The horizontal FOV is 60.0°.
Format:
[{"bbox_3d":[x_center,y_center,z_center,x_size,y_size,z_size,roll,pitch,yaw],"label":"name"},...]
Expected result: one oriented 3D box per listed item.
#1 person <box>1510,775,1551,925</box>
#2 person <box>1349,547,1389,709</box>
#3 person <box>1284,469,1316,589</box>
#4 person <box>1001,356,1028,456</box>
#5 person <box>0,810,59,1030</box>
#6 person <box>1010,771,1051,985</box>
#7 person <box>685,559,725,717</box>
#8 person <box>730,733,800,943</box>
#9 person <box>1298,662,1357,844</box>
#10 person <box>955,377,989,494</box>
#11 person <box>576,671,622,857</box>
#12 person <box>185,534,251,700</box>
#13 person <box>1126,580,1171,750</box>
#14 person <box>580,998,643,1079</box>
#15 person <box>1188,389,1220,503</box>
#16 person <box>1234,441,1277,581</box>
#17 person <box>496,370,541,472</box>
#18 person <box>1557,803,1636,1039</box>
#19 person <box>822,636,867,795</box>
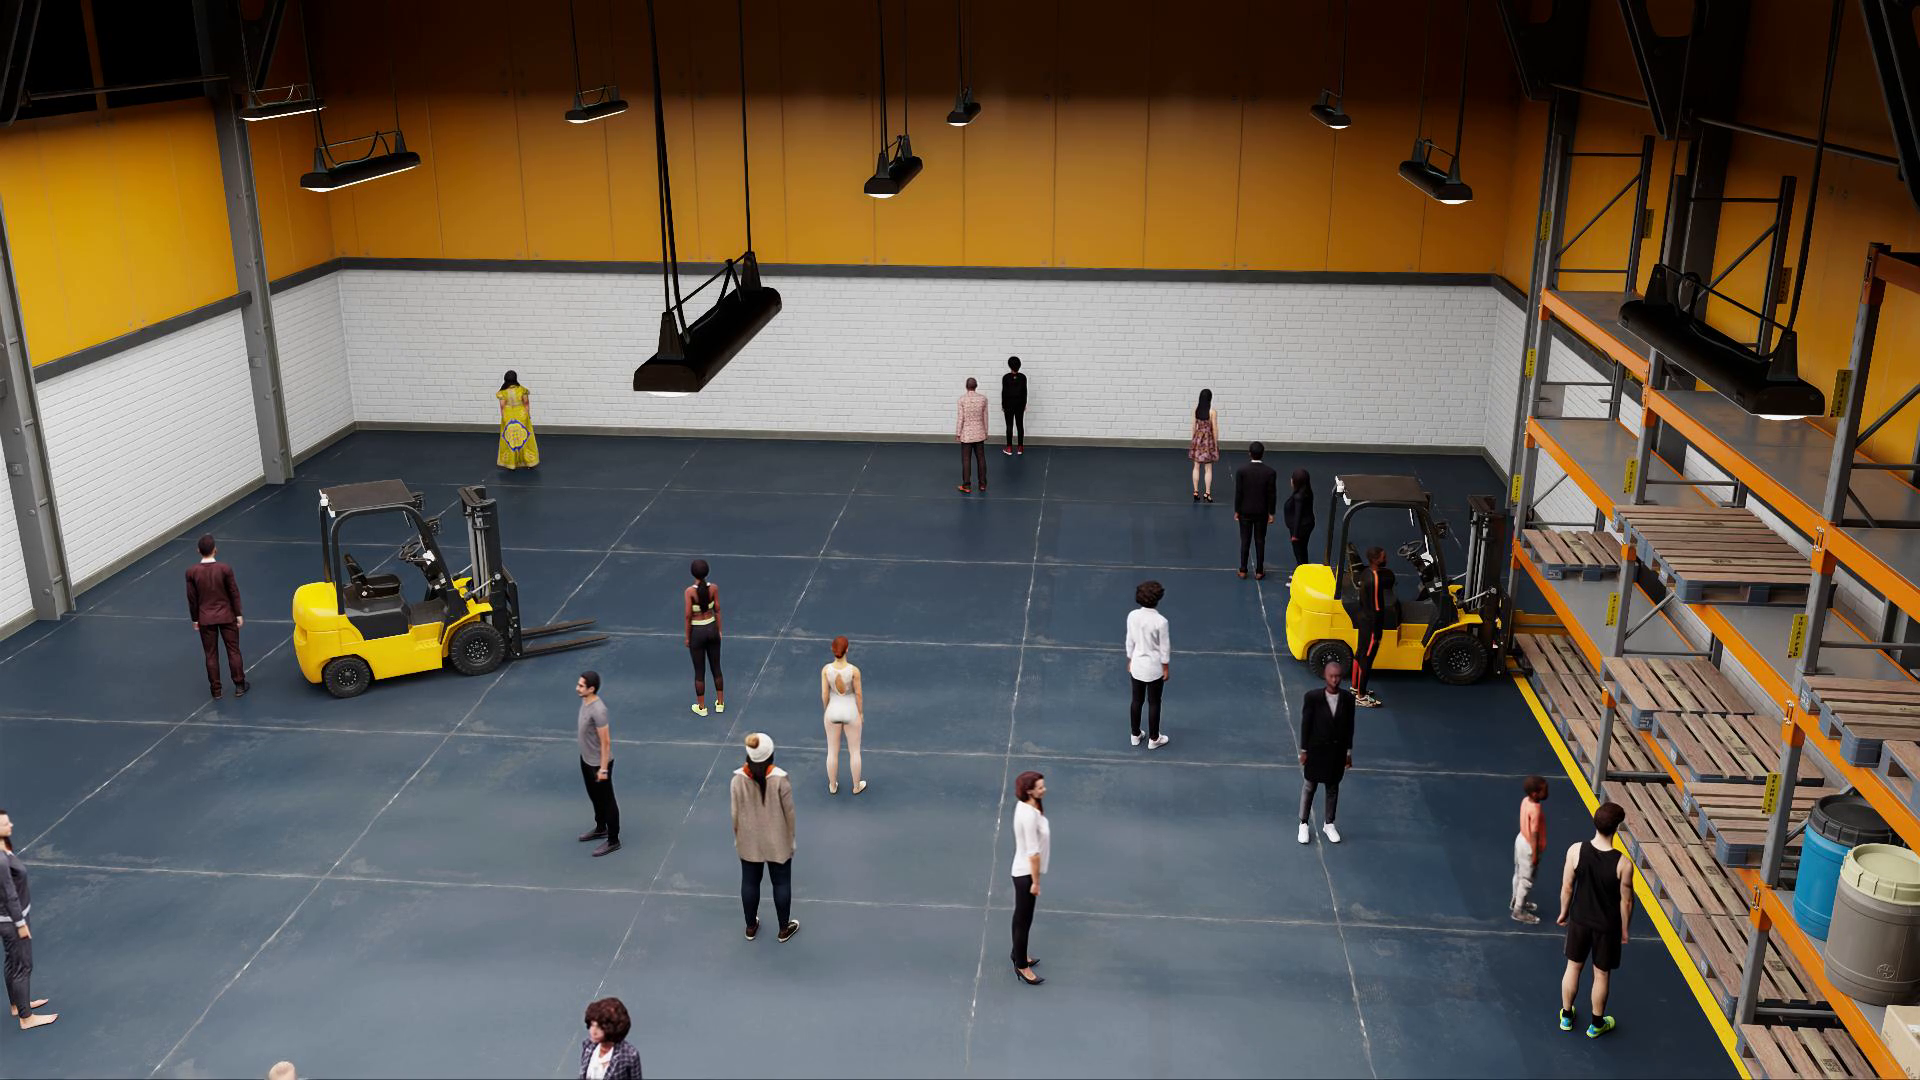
[{"bbox_3d":[4.815,2.593,14.110,0.538,1.310,0.411,2,19,5],"label":"person"},{"bbox_3d":[4.499,0.925,18.283,0.709,1.807,0.492,0,19,0],"label":"person"},{"bbox_3d":[4.479,-0.158,21.806,0.757,1.612,0.646,7,20,19],"label":"person"},{"bbox_3d":[0.910,-2.274,27.993,0.647,1.674,0.599,-4,19,-10],"label":"person"},{"bbox_3d":[-7.206,2.851,12.626,0.733,1.768,0.679,-16,24,-39],"label":"person"},{"bbox_3d":[0.533,2.649,13.184,0.683,1.794,0.483,0,19,-1],"label":"person"},{"bbox_3d":[-2.769,1.047,18.007,0.644,1.753,0.664,-9,21,-26],"label":"person"},{"bbox_3d":[-1.620,2.424,13.707,0.701,1.887,0.670,3,19,9],"label":"person"},{"bbox_3d":[3.377,1.939,15.345,0.659,1.761,0.577,0,19,0],"label":"person"},{"bbox_3d":[0.189,-1.646,25.918,0.777,1.807,0.753,-7,20,-20],"label":"person"},{"bbox_3d":[-3.314,2.000,15.176,0.759,1.754,0.665,-11,22,-30],"label":"person"},{"bbox_3d":[-8.233,0.848,18.422,0.761,1.864,0.729,-6,19,-17],"label":"person"},{"bbox_3d":[1.942,1.281,17.223,0.722,1.809,0.734,13,22,33],"label":"person"},{"bbox_3d":[-2.181,3.621,10.445,0.695,1.702,0.689,11,21,29],"label":"person"},{"bbox_3d":[3.726,-1.443,25.368,0.791,1.773,0.829,12,22,33],"label":"person"},{"bbox_3d":[3.904,-0.395,22.085,0.709,1.884,0.562,3,19,9],"label":"person"},{"bbox_3d":[-7.233,-1.957,27.071,0.974,1.661,0.951,-6,20,-17],"label":"person"},{"bbox_3d":[4.757,2.843,12.456,0.775,1.892,0.771,13,22,33],"label":"person"},{"bbox_3d":[-1.143,1.705,16.225,0.542,1.644,0.476,2,19,6],"label":"person"}]
